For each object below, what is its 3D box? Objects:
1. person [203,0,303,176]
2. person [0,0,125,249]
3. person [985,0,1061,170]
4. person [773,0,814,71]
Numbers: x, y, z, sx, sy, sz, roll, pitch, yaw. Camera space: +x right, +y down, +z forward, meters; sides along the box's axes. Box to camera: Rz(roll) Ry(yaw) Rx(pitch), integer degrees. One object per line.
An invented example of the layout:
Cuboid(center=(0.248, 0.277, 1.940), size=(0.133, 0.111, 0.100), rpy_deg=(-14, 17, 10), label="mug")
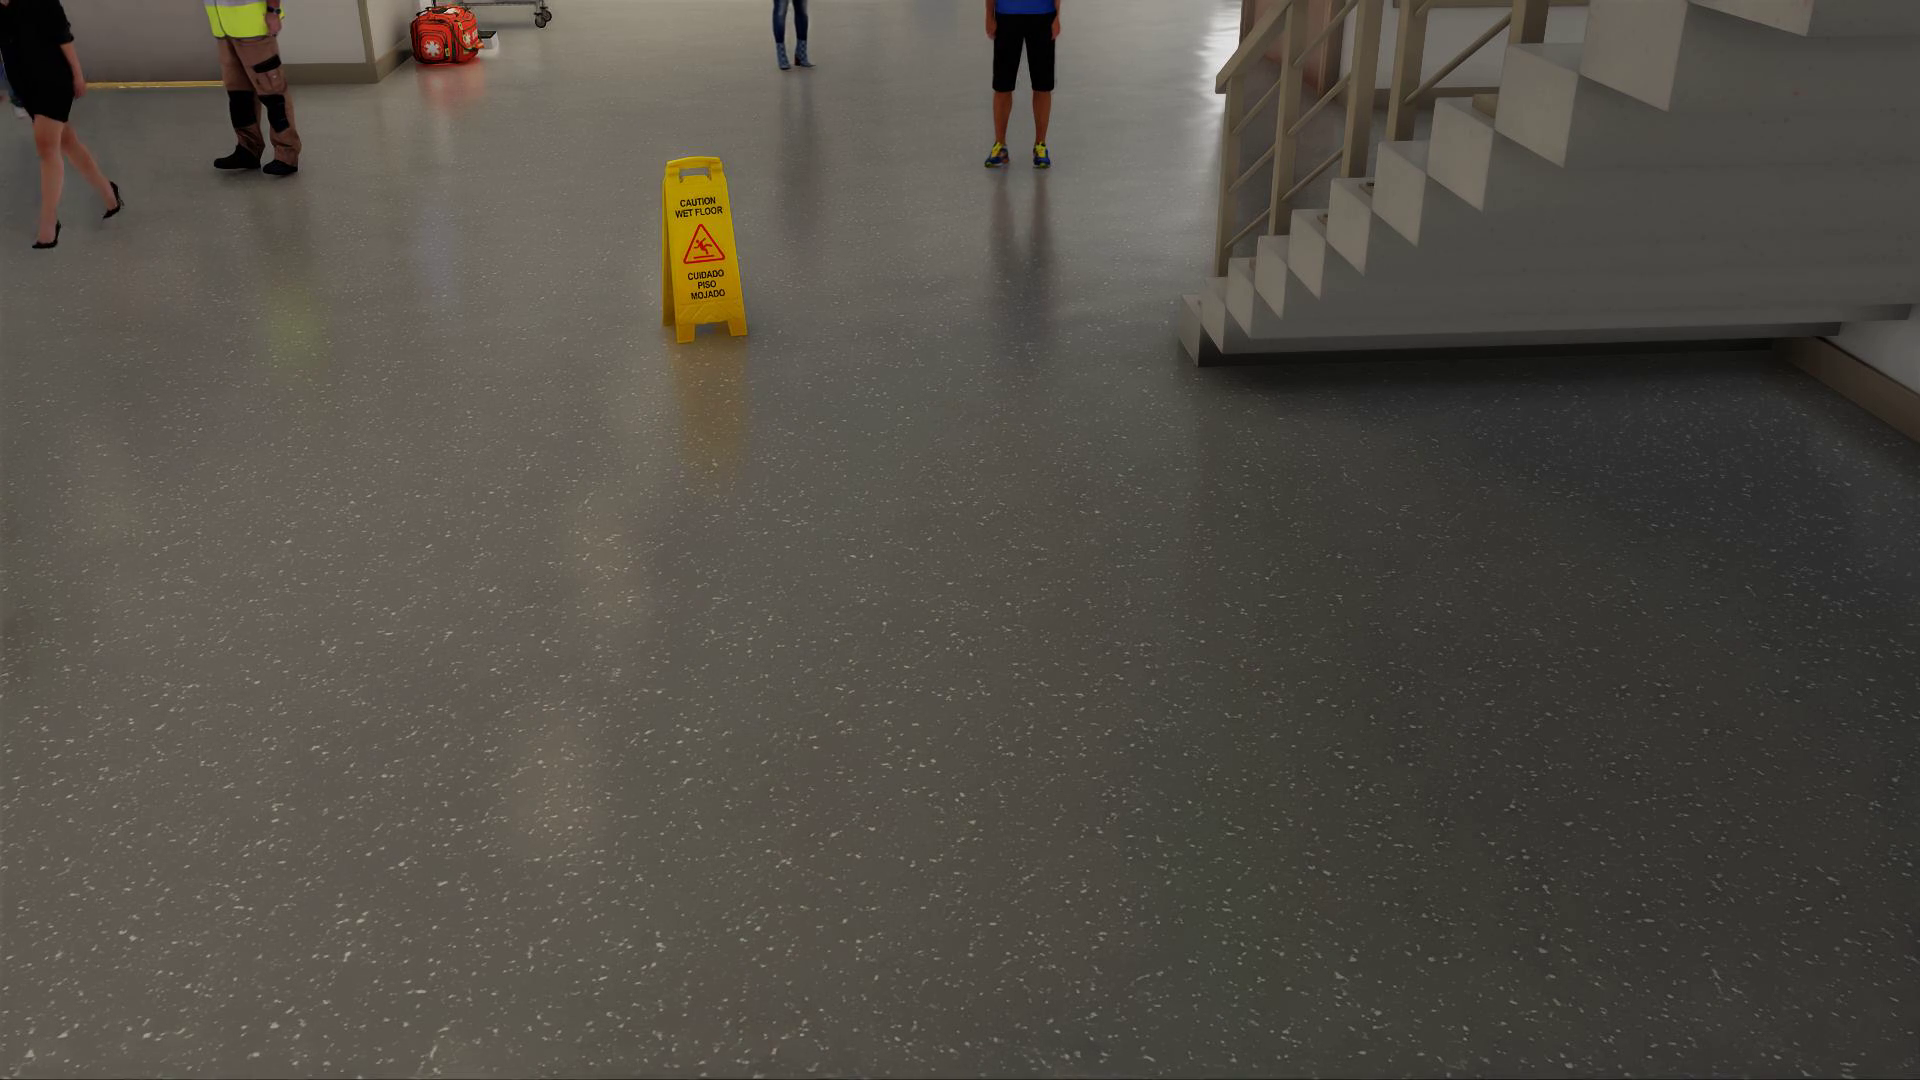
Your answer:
Cuboid(center=(-4.302, -3.134, 9.973), size=(0.845, 1.846, 0.891), rpy_deg=(12, 28, 23), label="person")
Cuboid(center=(-4.711, -2.377, 8.629), size=(0.770, 1.652, 1.085), rpy_deg=(4, 26, 8), label="person")
Cuboid(center=(0.398, -3.214, 10.119), size=(0.648, 1.865, 0.602), rpy_deg=(2, 26, 4), label="person")
Cuboid(center=(-1.366, -4.584, 13.240), size=(0.693, 1.620, 0.690), rpy_deg=(-14, 29, -27), label="person")
